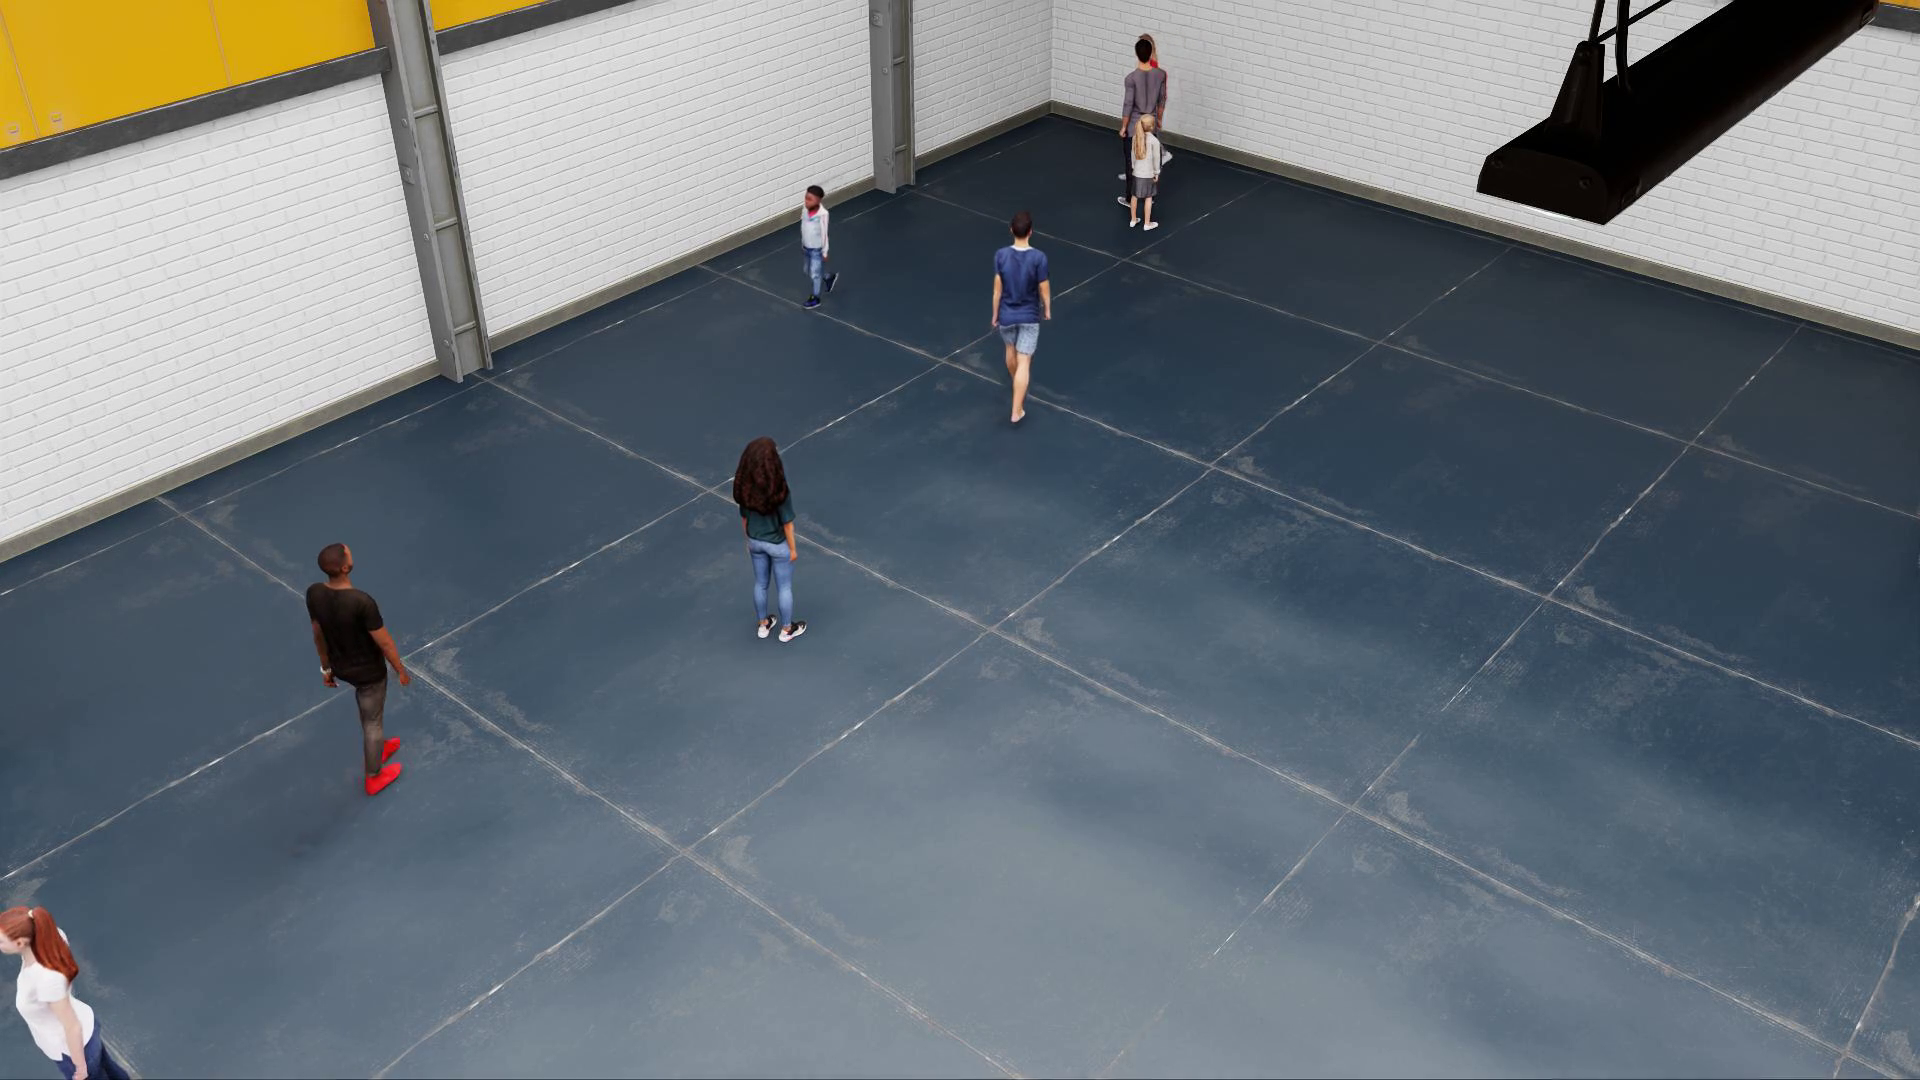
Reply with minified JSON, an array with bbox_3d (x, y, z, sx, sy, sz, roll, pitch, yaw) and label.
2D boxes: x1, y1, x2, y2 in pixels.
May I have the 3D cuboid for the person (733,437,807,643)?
[{"bbox_3d":[-1.339,0.000,11.695,0.665,1.617,0.676,14,36,20],"label":"person"}]

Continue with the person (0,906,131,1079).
[{"bbox_3d":[-4.234,2.386,7.996,0.650,1.738,0.642,-14,36,-20],"label":"person"}]

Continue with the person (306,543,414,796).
[{"bbox_3d":[-3.773,0.842,10.270,0.793,1.791,0.846,11,35,16],"label":"person"}]

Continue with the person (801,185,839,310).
[{"bbox_3d":[-1.394,-2.931,16.433,0.509,1.253,0.734,28,43,35],"label":"person"}]

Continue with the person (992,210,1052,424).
[{"bbox_3d":[0.505,-1.881,14.366,1.018,1.792,1.265,7,34,10],"label":"person"}]

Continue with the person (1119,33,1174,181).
[{"bbox_3d":[2.193,-4.960,19.089,1.008,1.691,0.920,-7,34,-10],"label":"person"}]

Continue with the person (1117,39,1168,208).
[{"bbox_3d":[2.017,-4.609,18.418,0.643,1.850,0.805,-14,36,-20],"label":"person"}]

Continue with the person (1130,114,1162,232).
[{"bbox_3d":[2.001,-4.002,18.023,0.509,1.275,0.517,23,40,30],"label":"person"}]
